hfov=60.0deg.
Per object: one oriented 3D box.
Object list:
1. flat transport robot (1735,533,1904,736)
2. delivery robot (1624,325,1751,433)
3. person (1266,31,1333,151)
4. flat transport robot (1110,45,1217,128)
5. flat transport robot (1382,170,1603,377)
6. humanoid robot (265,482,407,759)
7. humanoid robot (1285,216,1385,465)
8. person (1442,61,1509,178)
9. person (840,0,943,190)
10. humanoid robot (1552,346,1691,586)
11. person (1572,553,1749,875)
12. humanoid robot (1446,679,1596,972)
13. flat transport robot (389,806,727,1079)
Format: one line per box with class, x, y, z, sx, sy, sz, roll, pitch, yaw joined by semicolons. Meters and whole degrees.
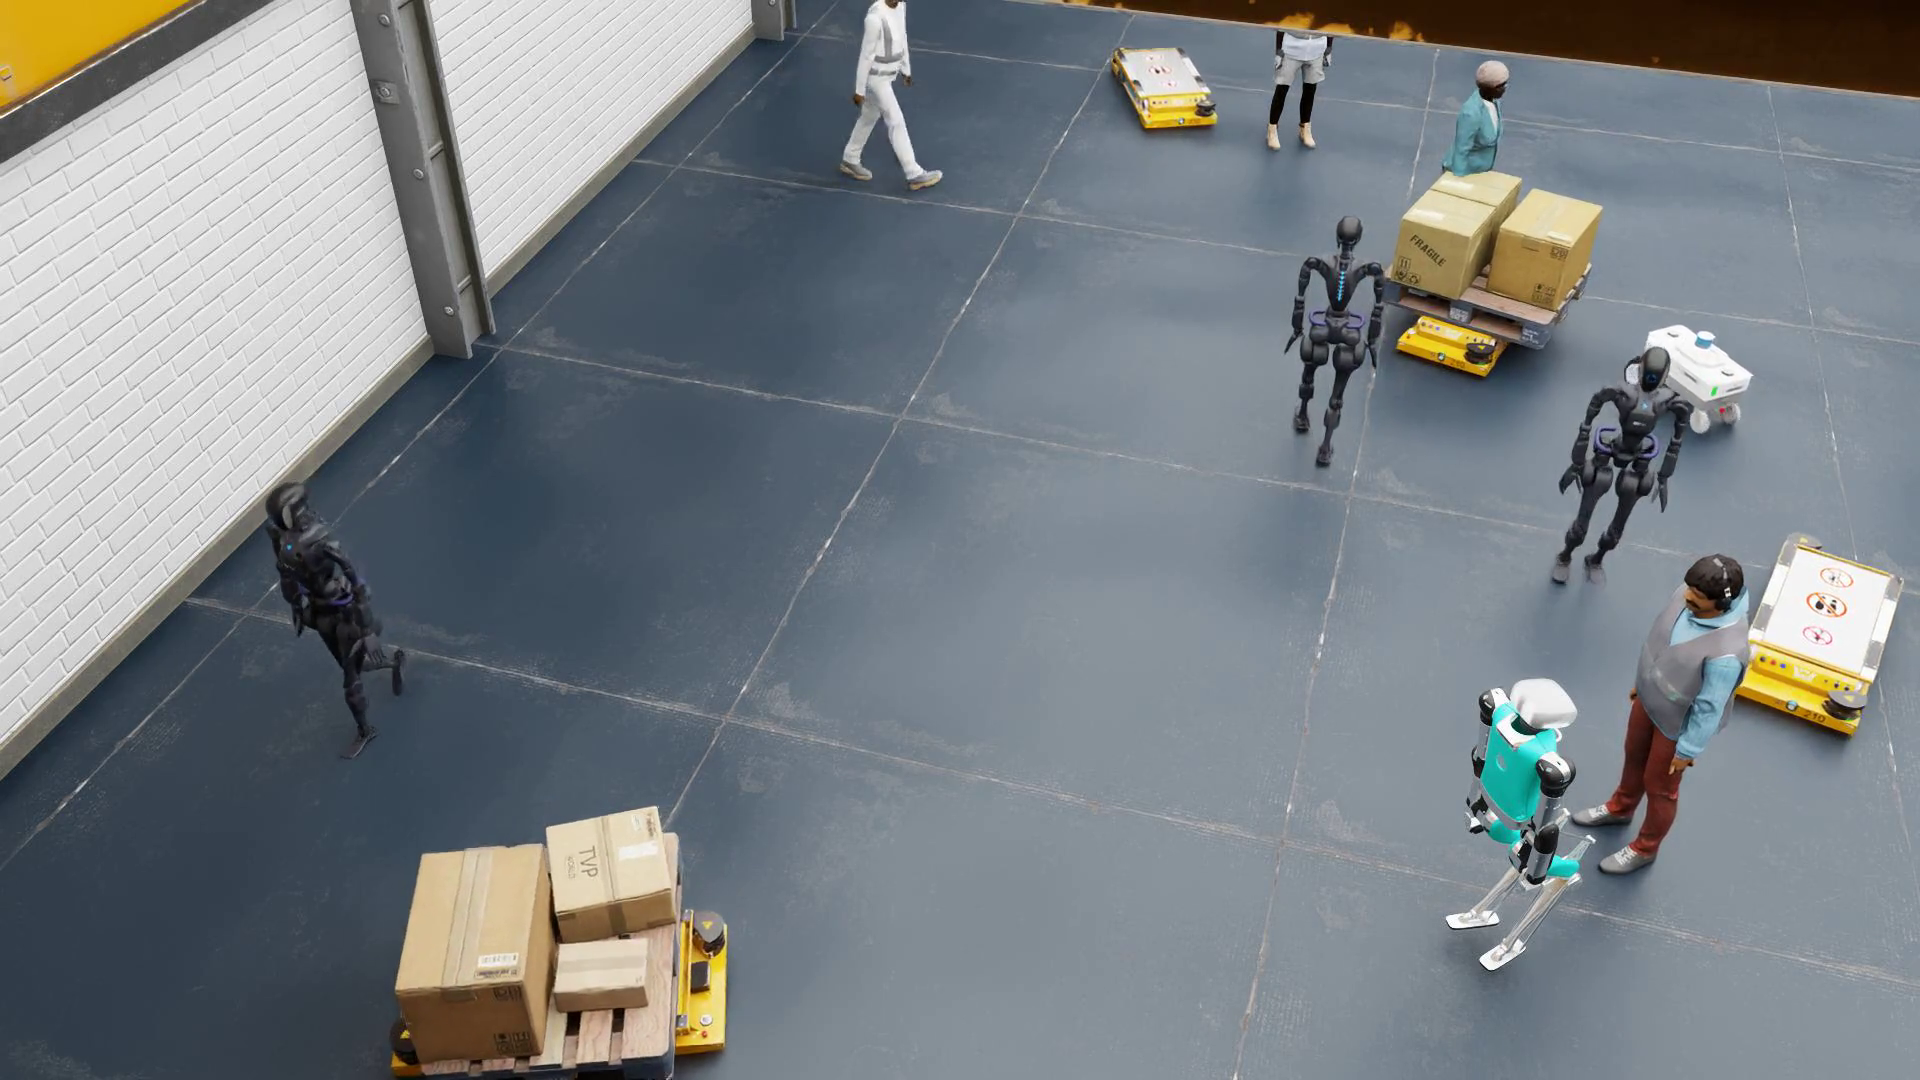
flat transport robot;4.849;0.497;9.386;0.659;0.231;1.431;22;44;25
delivery robot;4.925;-1.128;11.169;0.499;0.581;0.774;-14;41;-17
person;2.878;-4.096;13.966;0.528;1.691;0.322;-5;39;-6
flat transport robot;1.844;-4.147;15.162;0.659;0.231;1.431;-5;39;-7
flat transport robot;3.764;-1.673;12.085;0.659;0.231;1.431;23;44;26
humanoid robot;-3.125;0.324;8.495;0.604;1.633;0.629;16;42;19
humanoid robot;2.373;-1.311;10.522;0.584;1.634;0.632;8;40;10
person;3.714;-2.668;12.147;0.347;1.745;0.537;26;46;29
person;-0.590;-3.712;13.368;0.980;1.830;0.607;10;40;13
humanoid robot;3.729;-0.412;9.408;0.589;1.657;0.375;9;40;11
person;3.324;0.806;7.727;0.414;1.871;0.540;-4;39;-5
humanoid robot;2.539;1.205;7.227;0.735;1.677;0.533;-13;41;-16
flat transport robot;-1.778;2.029;7.481;1.431;0.231;0.659;-3;39;-4
